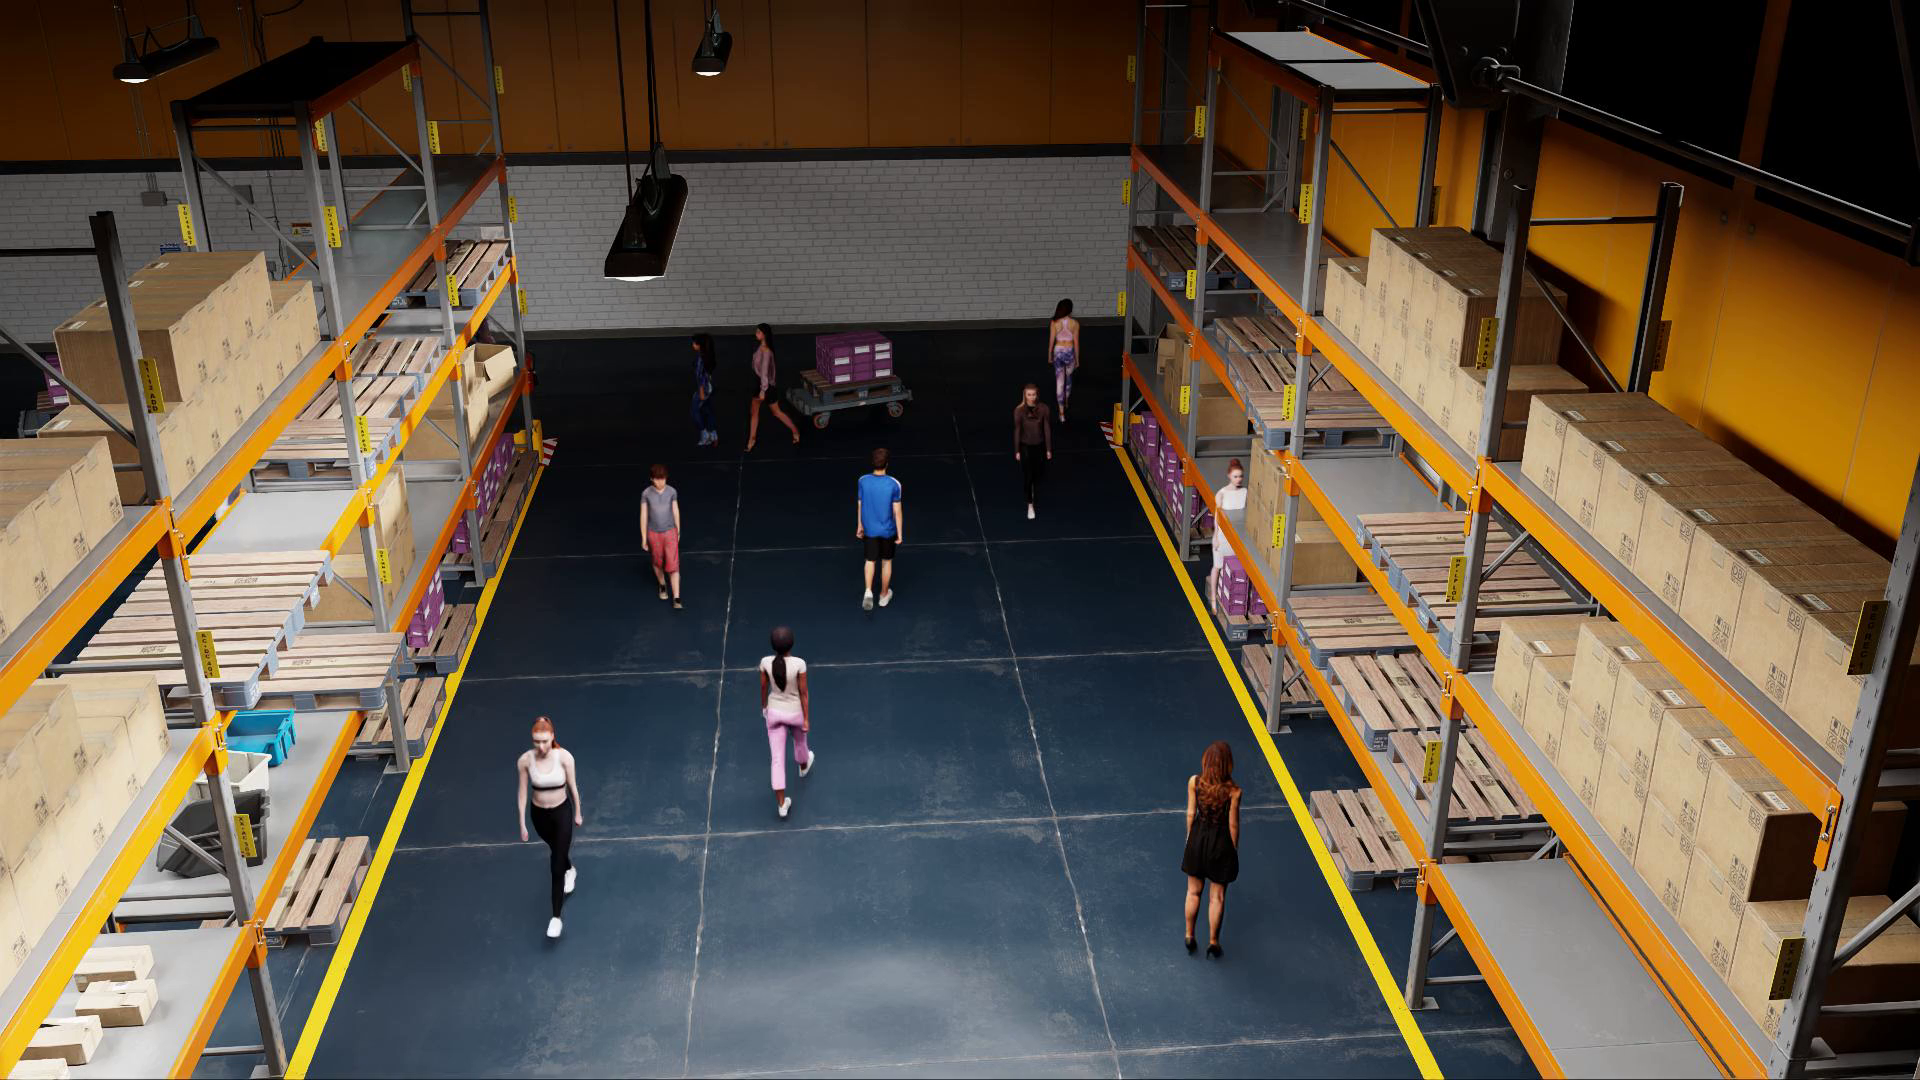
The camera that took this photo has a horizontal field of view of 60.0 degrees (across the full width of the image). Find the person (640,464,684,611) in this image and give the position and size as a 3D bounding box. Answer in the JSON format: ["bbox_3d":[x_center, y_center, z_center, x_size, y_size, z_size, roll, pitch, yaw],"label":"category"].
[{"bbox_3d":[-3.275,-0.085,18.185,0.647,1.618,1.060,-4,24,-10],"label":"person"}]

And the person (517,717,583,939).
[{"bbox_3d":[-3.179,2.145,12.998,0.616,1.686,1.186,-1,24,-3],"label":"person"}]

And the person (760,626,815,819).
[{"bbox_3d":[-1.519,1.578,14.278,0.755,1.700,1.142,2,24,6],"label":"person"}]

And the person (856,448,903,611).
[{"bbox_3d":[-0.893,-0.083,17.891,0.809,1.849,1.060,4,24,8],"label":"person"}]

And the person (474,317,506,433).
[{"bbox_3d":[-6.524,-2.292,23.150,0.826,1.685,0.825,8,25,17],"label":"person"}]

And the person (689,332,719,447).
[{"bbox_3d":[-3.412,-2.035,22.656,0.767,1.610,0.634,4,24,8],"label":"person"}]

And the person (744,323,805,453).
[{"bbox_3d":[-2.520,-2.025,22.425,0.885,1.777,1.097,-9,25,-20],"label":"person"}]

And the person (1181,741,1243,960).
[{"bbox_3d":[1.866,2.320,12.411,0.653,1.835,0.669,10,26,22],"label":"person"}]

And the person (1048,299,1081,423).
[{"bbox_3d":[1.481,-2.523,23.638,0.670,1.717,1.192,1,24,1],"label":"person"}]

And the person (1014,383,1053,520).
[{"bbox_3d":[0.892,-1.150,20.538,0.657,1.684,1.003,-3,24,-7],"label":"person"}]

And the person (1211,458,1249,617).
[{"bbox_3d":[2.884,-0.024,17.827,0.577,1.793,0.531,-5,24,-12],"label":"person"}]
